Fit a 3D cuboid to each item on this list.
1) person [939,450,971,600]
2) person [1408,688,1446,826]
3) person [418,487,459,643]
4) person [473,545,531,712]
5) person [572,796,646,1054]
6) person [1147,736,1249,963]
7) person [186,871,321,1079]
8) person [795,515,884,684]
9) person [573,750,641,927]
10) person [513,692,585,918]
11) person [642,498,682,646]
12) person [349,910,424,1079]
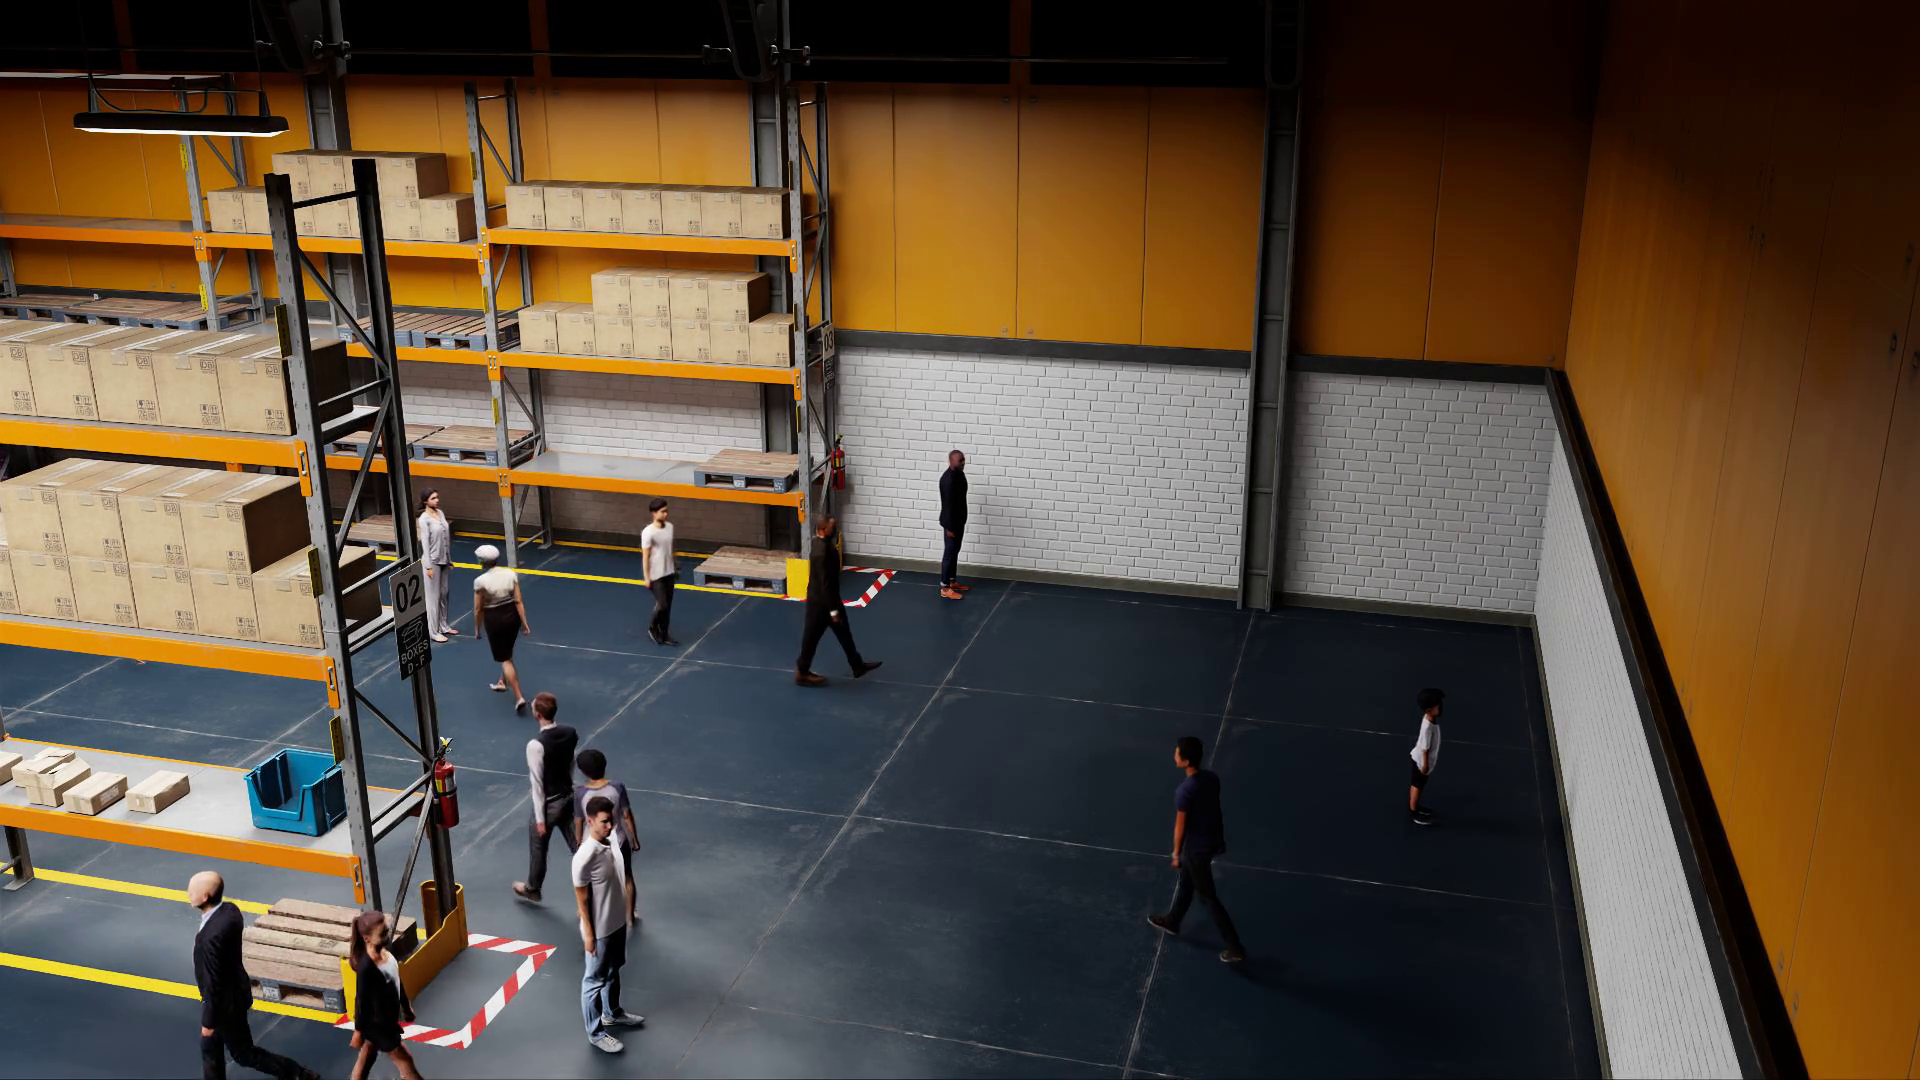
[{"bbox_3d":[-0.083,-0.215,20.086,0.582,1.818,0.679,6,19,16],"label":"person"},{"bbox_3d":[4.104,1.892,14.707,0.467,1.258,0.493,6,19,16],"label":"person"},{"bbox_3d":[-5.922,0.253,18.765,0.517,1.773,0.580,6,19,16],"label":"person"},{"bbox_3d":[-4.581,0.927,16.860,0.953,1.712,1.107,-14,23,-36],"label":"person"},{"bbox_3d":[-2.482,2.632,11.564,0.552,1.860,0.669,6,19,16],"label":"person"},{"bbox_3d":[1.893,2.364,12.543,1.243,1.745,0.979,16,24,38],"label":"person"},{"bbox_3d":[-4.649,2.952,10.733,1.221,1.784,1.091,-7,20,-21],"label":"person"},{"bbox_3d":[-1.524,0.659,17.422,1.254,1.861,0.942,0,19,0],"label":"person"},{"bbox_3d":[-2.759,2.363,12.864,0.823,1.540,0.869,-2,19,-5],"label":"person"},{"bbox_3d":[-3.094,2.118,13.040,1.291,1.892,0.946,12,22,31],"label":"person"},{"bbox_3d":[-3.400,0.342,18.589,0.705,1.717,0.718,12,22,31],"label":"person"},{"bbox_3d":[-3.837,3.092,10.729,1.066,1.522,0.741,0,19,-1],"label":"person"}]
